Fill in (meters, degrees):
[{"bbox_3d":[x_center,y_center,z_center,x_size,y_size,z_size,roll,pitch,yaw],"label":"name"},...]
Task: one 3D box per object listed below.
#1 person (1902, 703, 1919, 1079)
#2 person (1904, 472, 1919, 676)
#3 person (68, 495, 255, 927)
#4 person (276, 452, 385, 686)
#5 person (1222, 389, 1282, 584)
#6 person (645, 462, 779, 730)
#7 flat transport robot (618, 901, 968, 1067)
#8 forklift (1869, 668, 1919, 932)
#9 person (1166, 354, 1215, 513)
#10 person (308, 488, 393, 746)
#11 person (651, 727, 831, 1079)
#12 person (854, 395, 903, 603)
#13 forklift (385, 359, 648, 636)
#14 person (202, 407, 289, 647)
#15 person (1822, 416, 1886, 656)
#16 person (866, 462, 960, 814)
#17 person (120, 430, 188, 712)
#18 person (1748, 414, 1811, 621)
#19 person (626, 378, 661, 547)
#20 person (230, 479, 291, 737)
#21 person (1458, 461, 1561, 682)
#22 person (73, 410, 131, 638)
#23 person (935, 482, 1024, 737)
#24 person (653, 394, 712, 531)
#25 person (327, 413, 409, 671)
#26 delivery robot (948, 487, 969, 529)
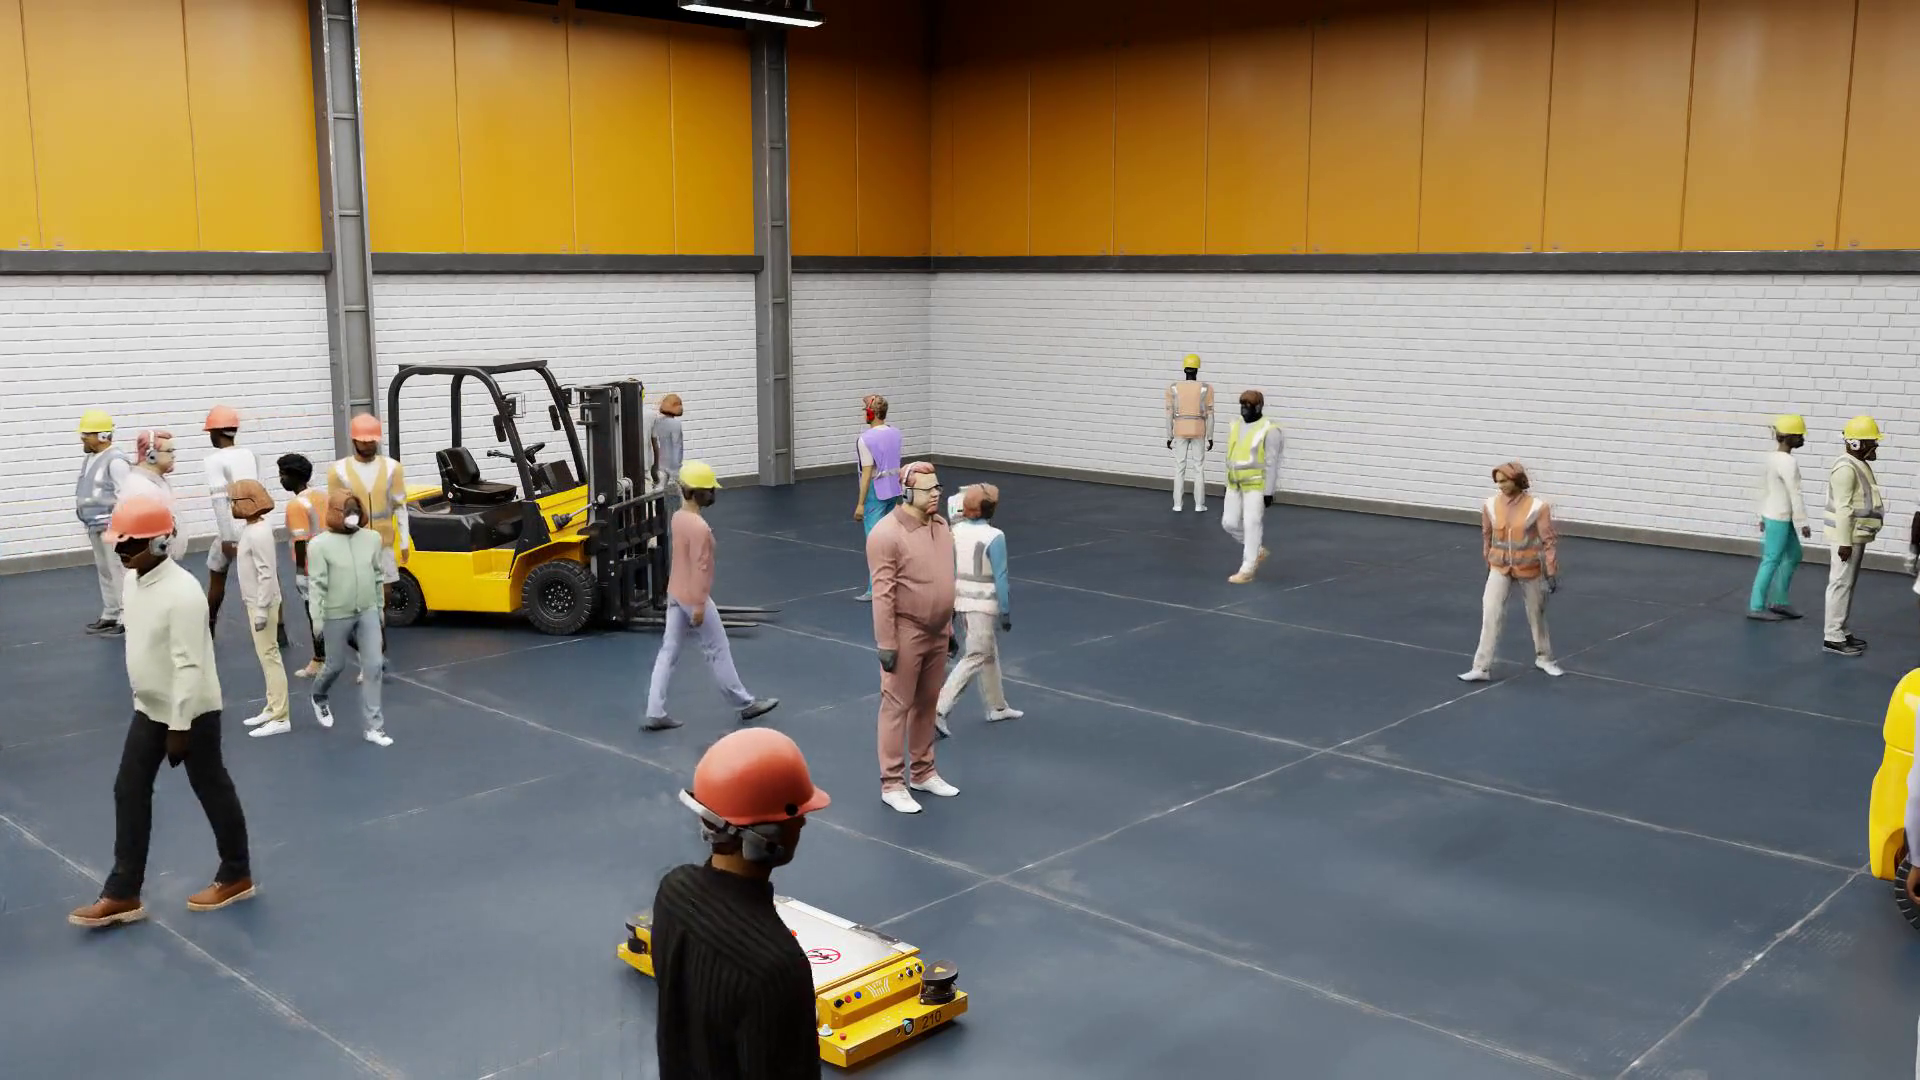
[{"bbox_3d":[3.443,1.097,5.470,0.613,1.947,0.388,8,12,42],"label":"person"},{"bbox_3d":[7.055,0.076,11.767,0.646,1.947,0.431,2,9,10],"label":"person"},{"bbox_3d":[-3.618,0.773,7.420,0.640,1.951,0.900,7,12,37],"label":"person"},{"bbox_3d":[-4.461,0.205,11.837,0.702,1.669,0.551,0,9,0],"label":"person"},{"bbox_3d":[2.742,-0.507,15.656,0.490,1.830,0.649,-7,11,-35],"label":"person"},{"bbox_3d":[-1.642,0.359,10.670,0.894,1.719,0.540,-5,11,-30],"label":"person"},{"bbox_3d":[-0.708,1.722,6.767,1.431,0.197,0.652,9,13,43],"label":"flat transport robot"},{"bbox_3d":[5.205,0.723,7.013,2.313,2.155,1.214,9,13,43],"label":"forklift"},{"bbox_3d":[2.784,-1.286,20.142,0.588,1.927,0.370,2,9,11],"label":"person"},{"bbox_3d":[-3.862,0.459,10.424,0.765,1.605,0.507,9,13,42],"label":"person"},{"bbox_3d":[-0.542,1.378,3.698,0.851,1.967,0.624,-7,11,-36],"label":"person"},{"bbox_3d":[-0.712,-0.360,14.715,0.390,1.846,0.564,6,11,31],"label":"person"},{"bbox_3d":[-3.850,-0.407,13.936,2.313,2.155,1.214,2,9,11],"label":"forklift"},{"bbox_3d":[-5.692,-0.098,13.024,1.017,1.869,0.560,4,10,24],"label":"person"},{"bbox_3d":[6.867,-0.040,12.793,0.404,1.831,0.600,7,11,35],"label":"person"},{"bbox_3d":[-0.222,0.519,9.137,0.405,1.910,0.636,7,11,36],"label":"person"},{"bbox_3d":[-5.373,0.208,11.125,0.404,1.891,0.646,-4,10,-23],"label":"person"},{"bbox_3d":[6.912,-0.171,13.855,0.588,1.749,0.533,3,10,17],"label":"person"},{"bbox_3d":[-3.241,-0.682,16.620,0.534,1.868,0.309,-7,12,-38],"label":"person"},{"bbox_3d":[-4.448,0.424,10.558,0.264,1.632,0.507,-5,10,-27],"label":"person"},{"bbox_3d":[4.006,0.226,11.926,0.559,1.586,0.805,7,12,36],"label":"person"},{"bbox_3d":[-6.874,-0.134,13.376,0.599,1.827,0.404,8,12,41],"label":"person"},{"bbox_3d":[0.079,0.431,10.591,0.816,1.607,0.514,-6,11,-33],"label":"person"},{"bbox_3d":[-3.190,-0.816,18.296,0.873,1.587,0.515,-8,12,-39],"label":"person"},{"bbox_3d":[-4.432,-0.015,12.446,0.561,1.910,0.869,-5,11,-30],"label":"person"},{"bbox_3d":[0.045,-0.340,18.251,0.477,0.478,0.707,0,9,-3],"label":"delivery robot"}]
